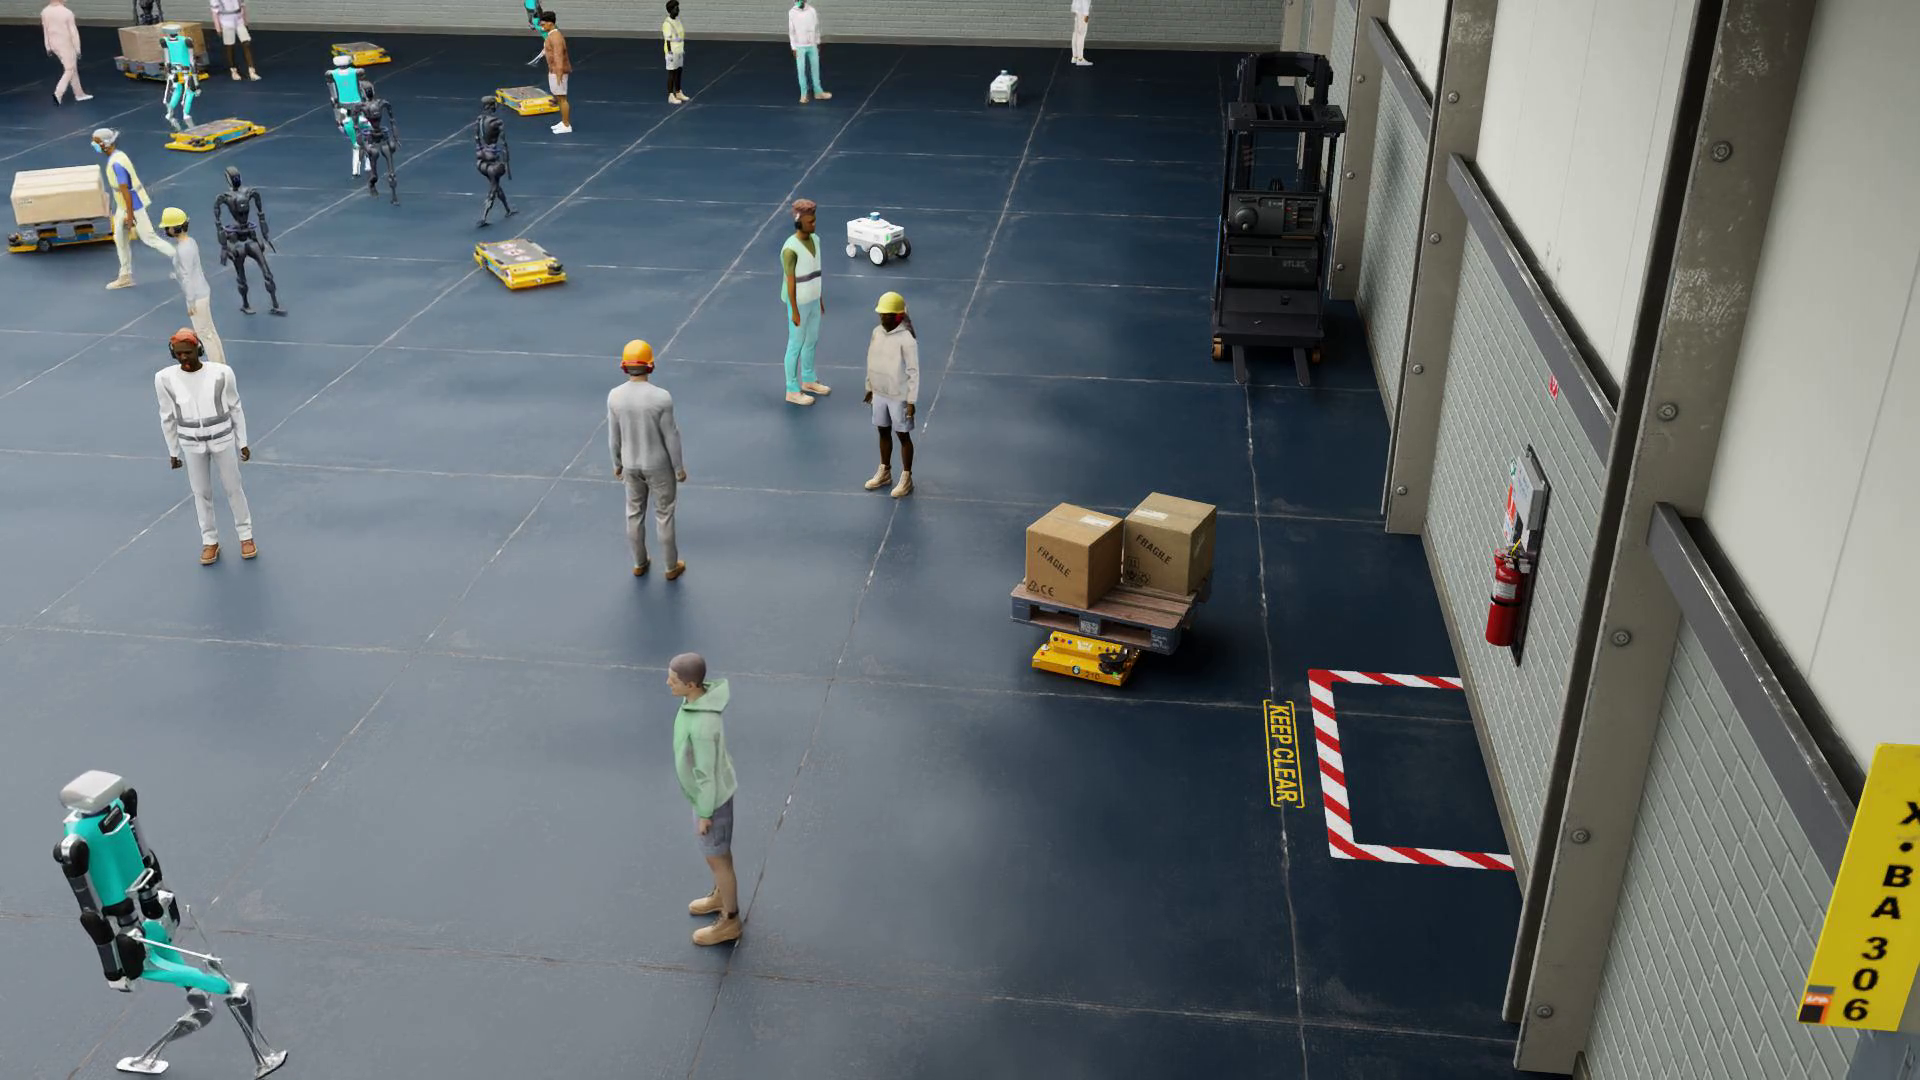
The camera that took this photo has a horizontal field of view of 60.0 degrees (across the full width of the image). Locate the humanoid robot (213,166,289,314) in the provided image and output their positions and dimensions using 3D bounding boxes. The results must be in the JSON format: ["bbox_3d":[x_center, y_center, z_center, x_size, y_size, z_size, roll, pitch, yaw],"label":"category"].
[{"bbox_3d":[-7.729,-3.225,18.022,0.656,1.634,0.610,21,33,36],"label":"humanoid robot"}]

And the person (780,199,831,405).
[{"bbox_3d":[-1.492,-2.268,15.776,0.388,1.971,0.479,14,30,25],"label":"person"}]

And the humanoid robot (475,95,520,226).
[{"bbox_3d":[-6.025,-4.889,21.384,0.598,1.617,0.805,18,32,31],"label":"humanoid robot"}]

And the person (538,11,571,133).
[{"bbox_3d":[-6.284,-7.324,26.005,0.416,1.841,0.799,-10,28,-19],"label":"person"}]

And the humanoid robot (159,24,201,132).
[{"bbox_3d":[-11.821,-6.846,25.122,0.541,1.755,0.682,4,27,9],"label":"humanoid robot"}]

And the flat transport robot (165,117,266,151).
[{"bbox_3d":[-11.452,-6.236,25.587,0.659,0.231,1.431,9,28,17],"label":"flat transport robot"}]

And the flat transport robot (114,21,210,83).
[{"bbox_3d":[-14.288,-8.427,29.961,1.431,0.231,0.659,15,30,27],"label":"flat transport robot"}]

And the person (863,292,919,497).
[{"bbox_3d":[-0.554,-1.236,13.934,0.535,1.765,0.403,19,32,33],"label":"person"}]

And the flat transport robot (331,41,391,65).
[{"bbox_3d":[-11.401,-9.252,31.609,0.659,0.231,1.431,-18,32,-32],"label":"flat transport robot"}]

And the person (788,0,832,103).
[{"bbox_3d":[-2.535,-8.312,27.941,0.679,1.876,0.429,-9,28,-17],"label":"person"}]

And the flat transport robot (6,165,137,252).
[{"bbox_3d":[-11.104,-3.845,20.814,1.431,0.231,0.659,-12,29,-22],"label":"flat transport robot"}]

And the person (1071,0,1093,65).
[{"bbox_3d":[2.249,-9.800,30.908,0.401,1.878,0.498,-7,28,-14],"label":"person"}]

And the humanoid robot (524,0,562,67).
[{"bbox_3d":[-7.642,-9.561,30.616,1.028,1.734,0.536,-21,34,-36],"label":"humanoid robot"}]

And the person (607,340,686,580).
[{"bbox_3d":[-2.351,-0.591,12.516,0.568,1.889,0.388,5,27,10],"label":"person"}]

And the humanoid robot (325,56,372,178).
[{"bbox_3d":[-8.484,-5.940,23.338,0.547,1.734,0.987,-4,27,-8],"label":"humanoid robot"}]

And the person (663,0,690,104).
[{"bbox_3d":[-4.785,-8.200,27.922,0.321,1.688,0.528,7,28,14],"label":"person"}]

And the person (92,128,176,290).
[{"bbox_3d":[-9.387,-3.804,18.993,0.948,1.846,0.543,-19,32,-33],"label":"person"}]

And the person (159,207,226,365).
[{"bbox_3d":[-7.485,-2.378,16.225,0.333,1.756,0.515,-9,28,-17],"label":"person"}]

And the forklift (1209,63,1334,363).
[{"bbox_3d":[3.241,-3.477,17.183,1.129,2.768,1.873,3,27,6],"label":"forklift"}]

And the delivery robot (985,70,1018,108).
[{"bbox_3d":[0.735,-7.566,27.935,0.499,0.605,0.799,6,27,12],"label":"delivery robot"}]

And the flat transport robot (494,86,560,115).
[{"bbox_3d":[-7.241,-7.353,27.818,0.659,0.231,1.431,-16,31,-29],"label":"flat transport robot"}]

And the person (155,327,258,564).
[{"bbox_3d":[-5.780,-0.726,12.785,0.583,1.882,0.345,-9,28,-17],"label":"person"}]

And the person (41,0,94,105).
[{"bbox_3d":[-15.021,-8.232,27.800,0.680,1.862,0.817,11,29,22],"label":"person"}]

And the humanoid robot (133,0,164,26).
[{"bbox_3d":[-14.774,-9.378,30.306,0.610,1.639,0.308,4,27,7],"label":"humanoid robot"}]

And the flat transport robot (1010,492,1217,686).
[{"bbox_3d":[1.082,0.580,11.981,0.659,0.231,1.431,11,29,21],"label":"flat transport robot"}]

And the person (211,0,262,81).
[{"bbox_3d":[-12.849,-9.113,29.425,0.630,1.984,0.898,-23,35,-38],"label":"person"}]

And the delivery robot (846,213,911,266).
[{"bbox_3d":[-1.000,-3.647,20.104,0.774,0.599,0.499,21,33,35],"label":"delivery robot"}]

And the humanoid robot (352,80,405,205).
[{"bbox_3d":[-7.774,-5.320,22.214,0.608,1.640,0.606,-18,32,-31],"label":"humanoid robot"}]

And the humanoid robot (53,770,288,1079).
[{"bbox_3d":[-3.622,1.884,7.817,1.068,1.776,0.535,2,27,3],"label":"humanoid robot"}]

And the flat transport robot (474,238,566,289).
[{"bbox_3d":[-5.231,-3.289,19.704,0.659,0.231,1.431,-15,30,-28],"label":"flat transport robot"}]

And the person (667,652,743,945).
[{"bbox_3d":[-1.334,1.356,8.798,0.317,1.736,0.478,-6,27,-11],"label":"person"}]
